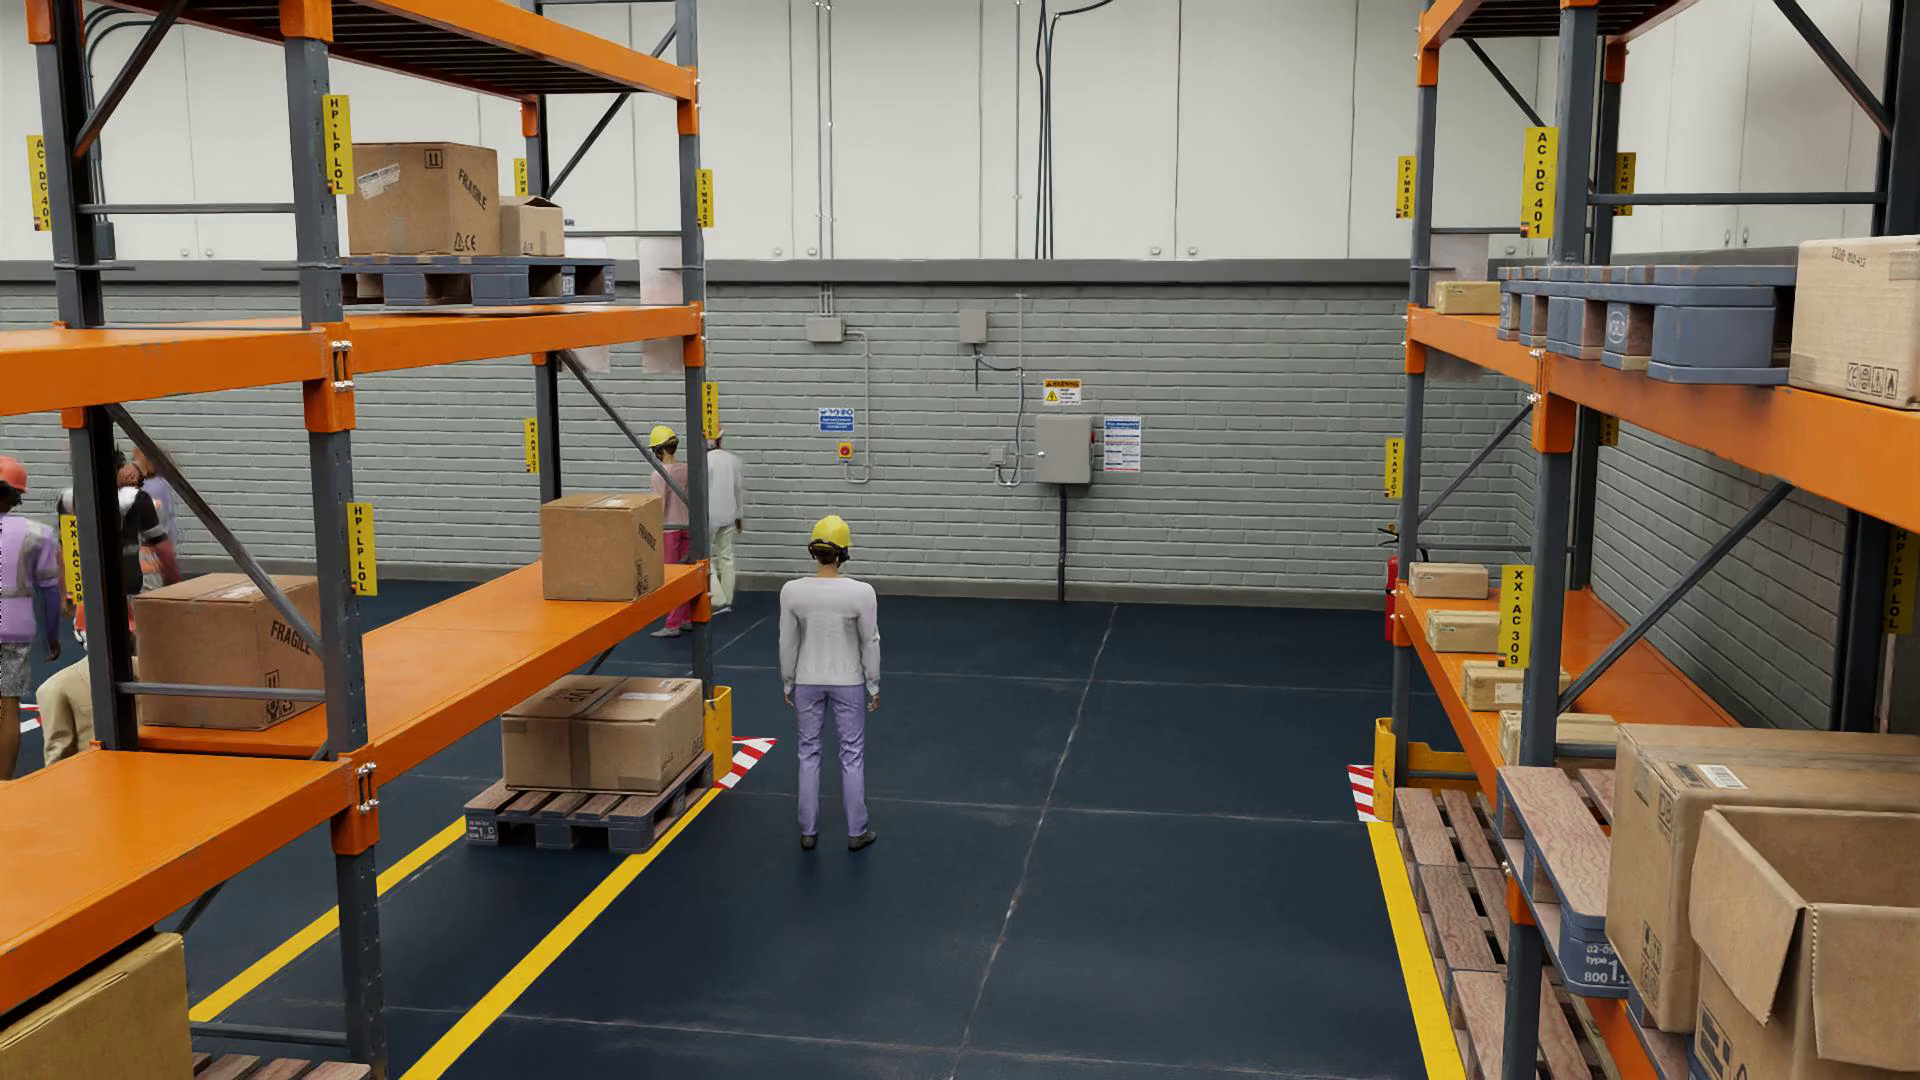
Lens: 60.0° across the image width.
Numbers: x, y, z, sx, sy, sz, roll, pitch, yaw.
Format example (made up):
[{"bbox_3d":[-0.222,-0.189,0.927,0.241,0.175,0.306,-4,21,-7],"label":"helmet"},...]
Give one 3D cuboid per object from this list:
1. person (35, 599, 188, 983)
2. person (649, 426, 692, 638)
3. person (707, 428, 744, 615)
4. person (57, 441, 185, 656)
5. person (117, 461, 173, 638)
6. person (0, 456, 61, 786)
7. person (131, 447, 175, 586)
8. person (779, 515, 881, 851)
[{"bbox_3d":[-3.467,1.057,6.852,0.327,1.753,0.562,4,10,25],"label":"person"},{"bbox_3d":[-2.413,-0.067,13.784,0.328,1.759,0.524,4,10,21],"label":"person"},{"bbox_3d":[-2.144,-0.196,14.656,0.325,1.730,0.674,7,11,35],"label":"person"},{"bbox_3d":[-5.472,0.289,10.868,0.633,1.976,1.010,2,9,11],"label":"person"},{"bbox_3d":[-6.048,0.244,12.220,0.515,1.641,0.314,0,9,-2],"label":"person"},{"bbox_3d":[-5.412,0.534,9.375,0.642,1.980,0.742,-5,10,-28],"label":"person"},{"bbox_3d":[-6.592,0.027,13.605,0.417,1.622,0.498,-6,11,-33],"label":"person"},{"bbox_3d":[-0.676,0.750,8.716,0.533,1.767,0.326,1,9,7],"label":"person"}]
